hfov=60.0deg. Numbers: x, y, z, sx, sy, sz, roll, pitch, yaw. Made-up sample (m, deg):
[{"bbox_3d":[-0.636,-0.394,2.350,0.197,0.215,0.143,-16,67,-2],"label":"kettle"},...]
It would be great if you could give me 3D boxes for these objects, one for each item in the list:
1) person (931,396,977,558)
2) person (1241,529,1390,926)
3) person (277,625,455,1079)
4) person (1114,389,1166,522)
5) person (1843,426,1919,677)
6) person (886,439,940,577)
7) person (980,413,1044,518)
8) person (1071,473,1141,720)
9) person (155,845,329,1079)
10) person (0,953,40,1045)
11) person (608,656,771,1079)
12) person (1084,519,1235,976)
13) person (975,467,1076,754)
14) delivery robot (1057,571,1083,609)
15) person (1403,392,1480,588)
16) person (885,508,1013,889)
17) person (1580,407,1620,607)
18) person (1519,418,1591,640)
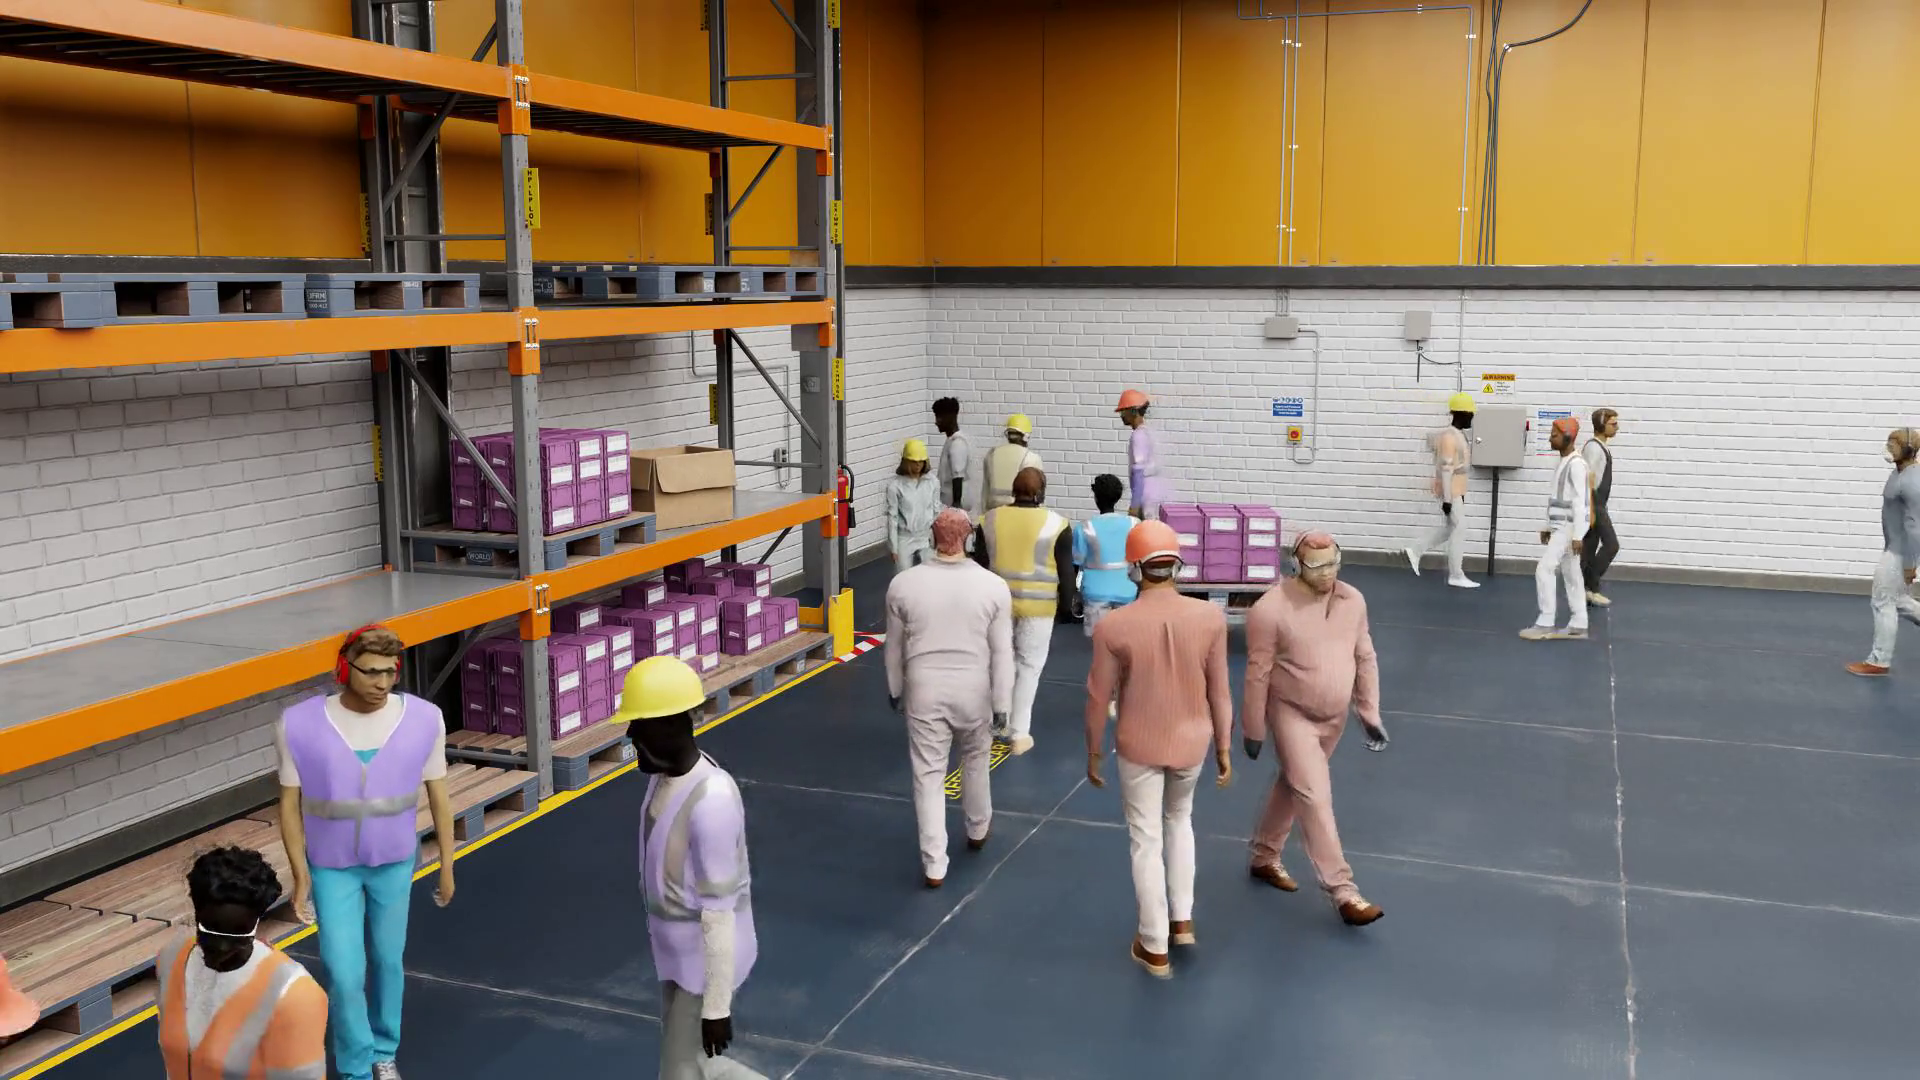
[{"bbox_3d":[0.077,-0.364,15.362,0.745,1.930,0.668,0,9,0],"label":"person"},{"bbox_3d":[1.699,0.863,7.892,0.628,1.839,1.004,-5,11,-31],"label":"person"},{"bbox_3d":[-2.110,1.188,5.976,0.586,1.807,0.651,-4,10,-25],"label":"person"},{"bbox_3d":[1.841,-0.392,15.382,0.908,2.006,0.665,2,9,11],"label":"person"},{"bbox_3d":[7.136,0.105,12.449,0.719,1.919,0.640,4,10,26],"label":"person"},{"bbox_3d":[-0.344,0.042,13.433,0.516,1.714,0.684,-4,10,-24],"label":"person"},{"bbox_3d":[0.456,-0.225,14.857,0.628,1.809,0.570,5,10,28],"label":"person"},{"bbox_3d":[0.980,0.366,11.536,0.557,1.668,0.708,-3,9,-16],"label":"person"},{"bbox_3d":[-1.842,1.533,4.254,0.676,1.662,0.386,5,10,30],"label":"person"},{"bbox_3d":[-2.091,1.630,3.007,0.915,1.886,0.599,-7,12,-39],"label":"person"},{"bbox_3d":[-0.743,1.277,5.156,0.707,1.902,0.600,-4,10,-25],"label":"person"},{"bbox_3d":[0.854,0.893,7.303,0.639,1.972,0.577,-2,9,-12],"label":"person"},{"bbox_3d":[0.427,0.439,10.670,0.639,1.817,0.611,4,10,22],"label":"person"},{"bbox_3d":[0.748,0.398,14.577,0.707,0.478,0.477,-2,9,-15],"label":"delivery robot"},{"bbox_3d":[4.738,-0.496,16.227,0.673,1.911,0.590,4,10,22],"label":"person"},{"bbox_3d":[-0.057,0.760,8.496,0.647,1.870,0.925,0,9,1],"label":"person"},{"bbox_3d":[5.873,-0.290,15.183,0.483,1.833,0.539,4,10,23],"label":"person"},{"bbox_3d":[4.942,-0.086,13.818,0.727,1.856,0.606,2,9,10],"label":"person"}]
